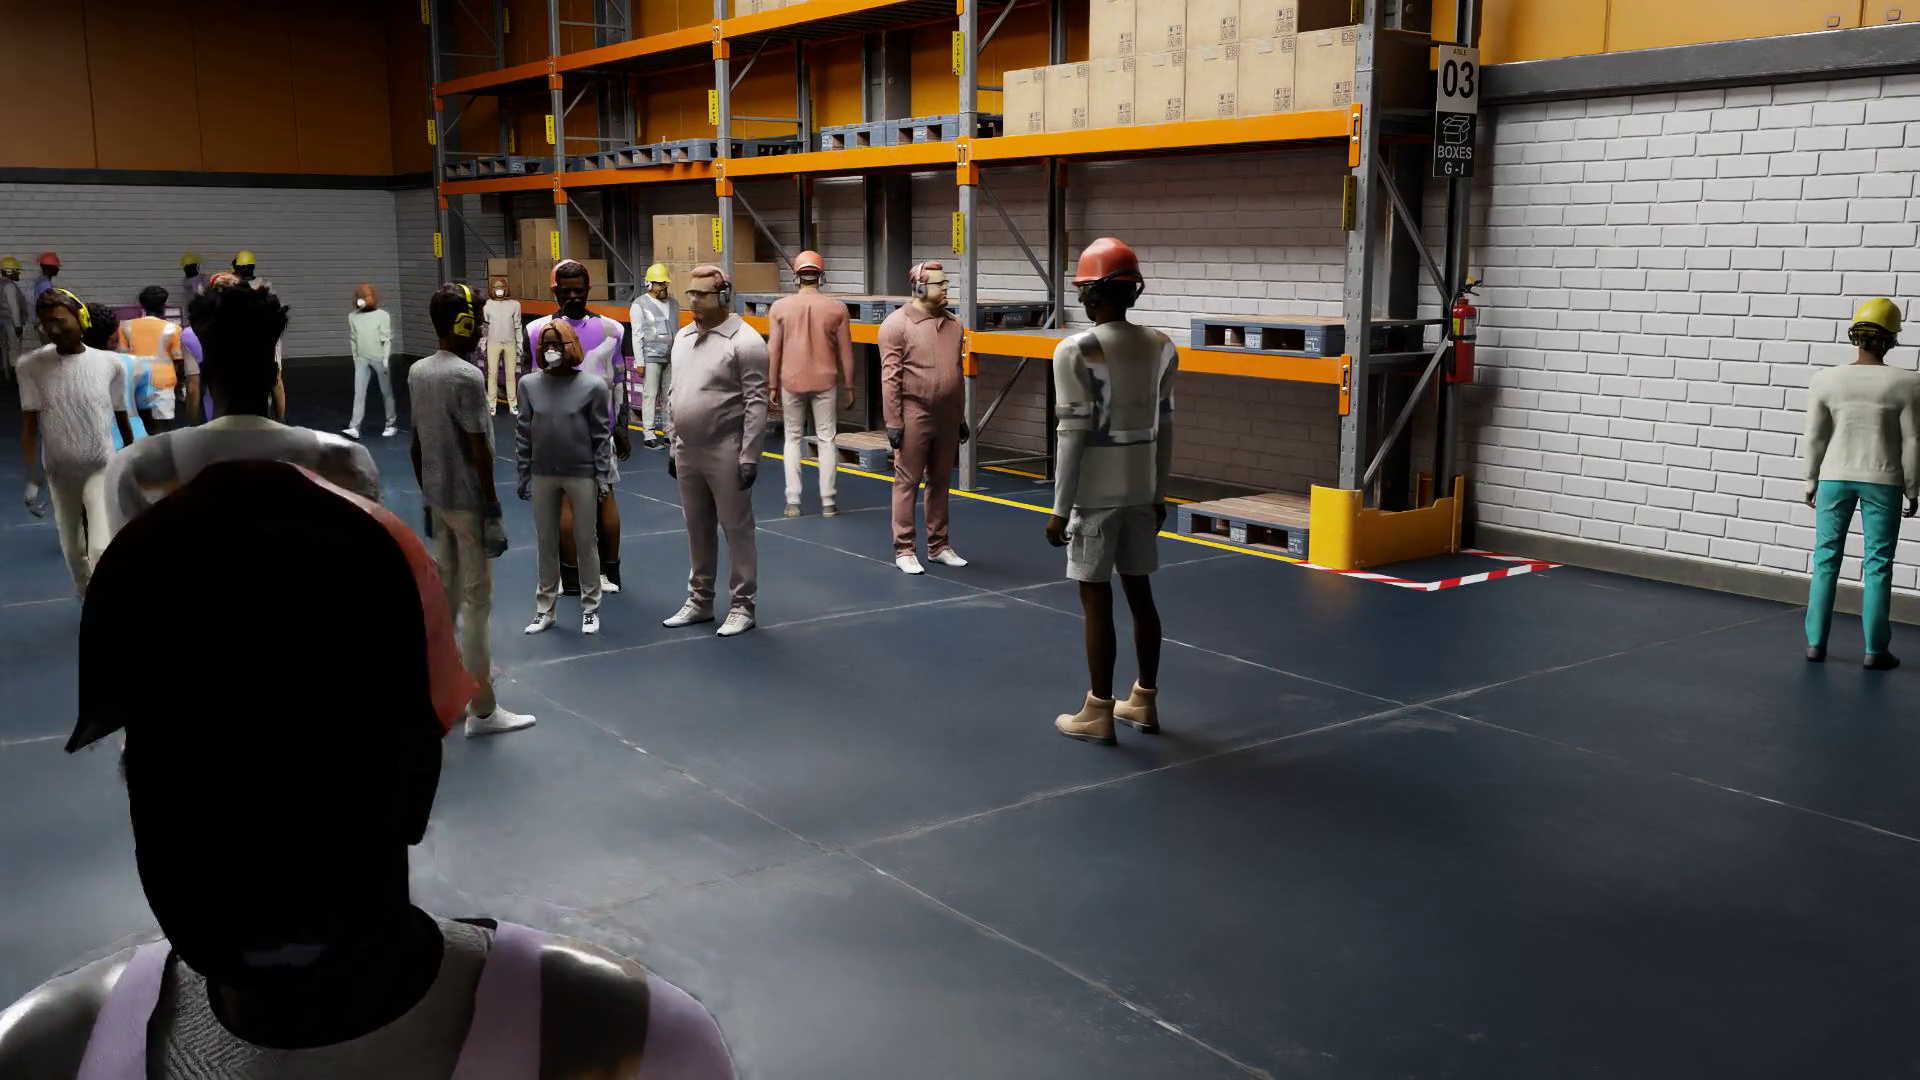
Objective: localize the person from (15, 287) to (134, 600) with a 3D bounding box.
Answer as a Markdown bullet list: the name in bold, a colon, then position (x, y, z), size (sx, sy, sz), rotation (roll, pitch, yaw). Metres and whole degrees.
- **person**: position (-4.358, -0.345, 8.257), size (0.501, 1.827, 0.951), rotation (-4, 11, -21)

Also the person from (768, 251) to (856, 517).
- **person**: position (-1.105, -1.158, 12.392), size (0.653, 1.970, 0.478), rotation (0, 10, -2)

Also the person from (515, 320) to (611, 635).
- **person**: position (-2.053, -0.319, 8.614), size (0.499, 1.634, 0.279), rotation (1, 10, 4)

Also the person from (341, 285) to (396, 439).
- **person**: position (-6.115, -1.835, 17.212), size (0.515, 1.587, 0.843), rotation (2, 10, 9)

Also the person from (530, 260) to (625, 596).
- **person**: position (-2.202, -0.641, 9.599), size (0.543, 1.928, 0.374), rotation (-6, 12, -29)

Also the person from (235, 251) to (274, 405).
- **person**: position (-8.835, -2.634, 20.762), size (0.588, 1.928, 0.384), rotation (0, 10, 1)

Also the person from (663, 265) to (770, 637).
- **person**: position (-1.290, -0.460, 8.636), size (0.640, 1.911, 0.410), rotation (7, 12, 34)

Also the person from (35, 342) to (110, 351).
- **person**: position (-5.883, -0.759, 11.097), size (0.532, 1.624, 0.435), rotation (-1, 10, -6)

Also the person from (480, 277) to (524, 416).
- **person**: position (-5.400, -2.280, 19.599), size (0.507, 1.632, 0.264), rotation (-5, 11, -25)

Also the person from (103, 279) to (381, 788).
- **person**: position (-1.704, 0.345, 4.057), size (0.627, 1.924, 0.922), rotation (-5, 11, -24)

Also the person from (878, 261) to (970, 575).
- **person**: position (-0.193, -0.754, 10.275), size (0.646, 1.913, 0.409), rotation (-9, 14, -41)

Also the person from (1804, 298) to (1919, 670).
- **person**: position (4.305, -0.264, 7.943), size (0.522, 1.768, 0.312), rotation (9, 13, 40)

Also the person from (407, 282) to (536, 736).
- **person**: position (-2.051, -0.123, 6.875), size (0.517, 1.865, 0.328), rotation (8, 13, 38)

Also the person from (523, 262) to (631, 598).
- **person**: position (-2.201, -0.633, 9.581), size (0.597, 1.916, 0.371), rotation (-4, 11, -20)

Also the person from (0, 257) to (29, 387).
- **person**: position (-13.361, -3.068, 23.466), size (0.403, 1.827, 0.599), rotation (-10, 14, -44)

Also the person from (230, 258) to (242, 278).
- **person**: position (-9.399, -2.765, 21.726), size (0.549, 1.838, 0.656), rotation (-2, 10, -13)

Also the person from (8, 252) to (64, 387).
- **person**: position (-12.592, -2.982, 22.792), size (0.848, 1.905, 0.572), rotation (-8, 13, -37)

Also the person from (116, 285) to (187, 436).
- **person**: position (-6.739, -1.286, 13.918), size (0.541, 1.669, 0.499), rotation (0, 10, -1)

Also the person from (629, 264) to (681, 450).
- **person**: position (-2.960, -1.801, 16.398), size (0.403, 1.824, 0.584), rotation (8, 13, 38)

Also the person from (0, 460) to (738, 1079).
- **person**: position (-0.408, 0.867, 1.252), size (0.551, 1.908, 0.954), rotation (-1, 10, -4)

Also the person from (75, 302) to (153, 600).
- **person**: position (-4.842, -0.495, 9.437), size (0.336, 1.698, 0.546), rotation (9, 14, 43)

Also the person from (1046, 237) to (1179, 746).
- **person**: position (0.593, -0.193, 6.764), size (0.611, 2.042, 0.395), rotation (-7, 12, -36)

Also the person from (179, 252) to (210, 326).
- **person**: position (-11.212, -3.332, 24.769), size (0.631, 1.890, 0.795), rotation (5, 11, 27)

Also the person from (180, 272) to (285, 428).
- **person**: position (-4.364, -0.683, 10.047), size (0.565, 1.849, 0.388), rotation (-7, 12, -34)
